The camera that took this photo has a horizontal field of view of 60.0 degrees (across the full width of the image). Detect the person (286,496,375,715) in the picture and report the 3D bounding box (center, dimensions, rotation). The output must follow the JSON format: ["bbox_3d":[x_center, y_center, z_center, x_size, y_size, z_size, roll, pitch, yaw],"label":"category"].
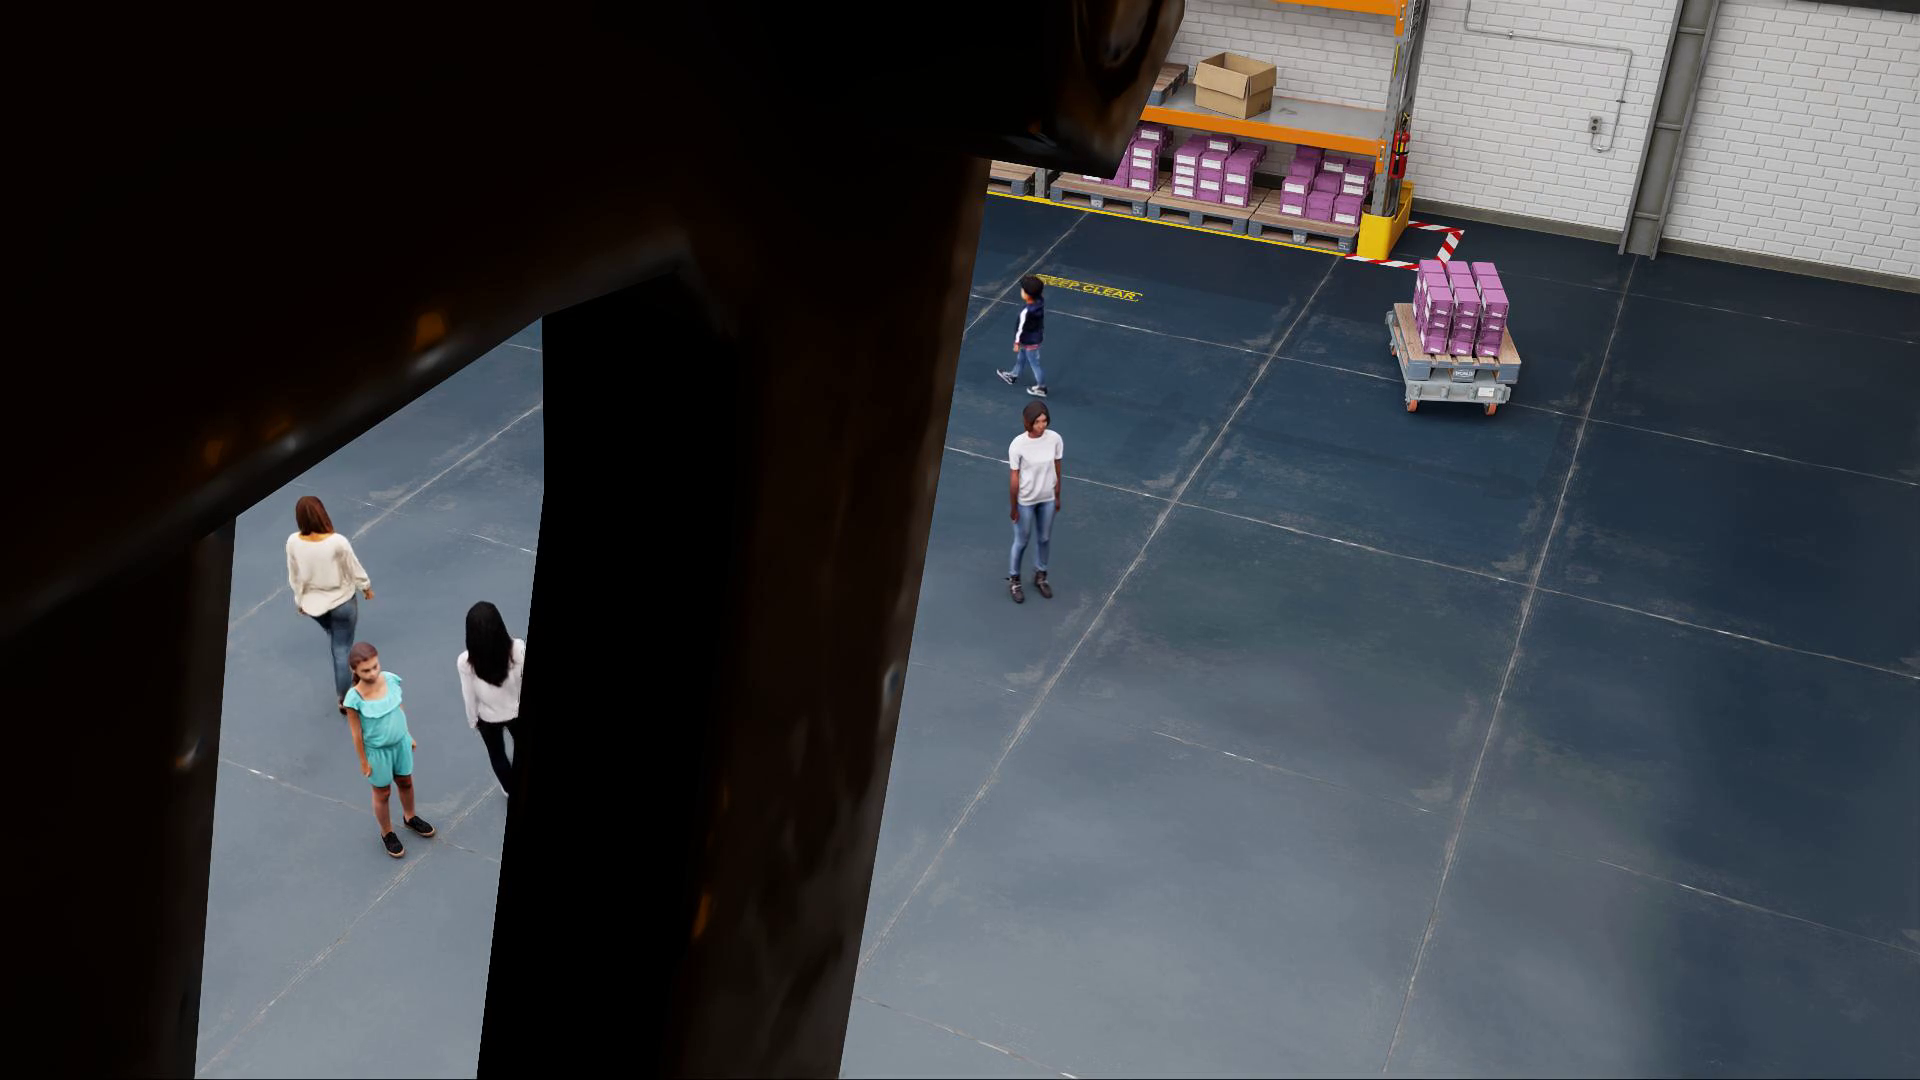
[{"bbox_3d":[-4.401,0.490,11.532,0.936,1.657,0.893,3,34,4],"label":"person"}]

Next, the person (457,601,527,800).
[{"bbox_3d":[-2.883,1.134,10.538,0.923,1.685,1.019,-16,37,-23],"label":"person"}]

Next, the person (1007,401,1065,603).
[{"bbox_3d":[0.569,-0.305,12.671,0.646,1.721,0.702,-12,36,-18],"label":"person"}]

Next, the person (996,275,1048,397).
[{"bbox_3d":[0.707,-1.883,15.516,0.758,1.199,0.526,15,36,21],"label":"person"}]

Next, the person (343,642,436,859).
[{"bbox_3d":[-3.604,1.282,10.430,0.600,1.558,0.602,25,41,33],"label":"person"}]
